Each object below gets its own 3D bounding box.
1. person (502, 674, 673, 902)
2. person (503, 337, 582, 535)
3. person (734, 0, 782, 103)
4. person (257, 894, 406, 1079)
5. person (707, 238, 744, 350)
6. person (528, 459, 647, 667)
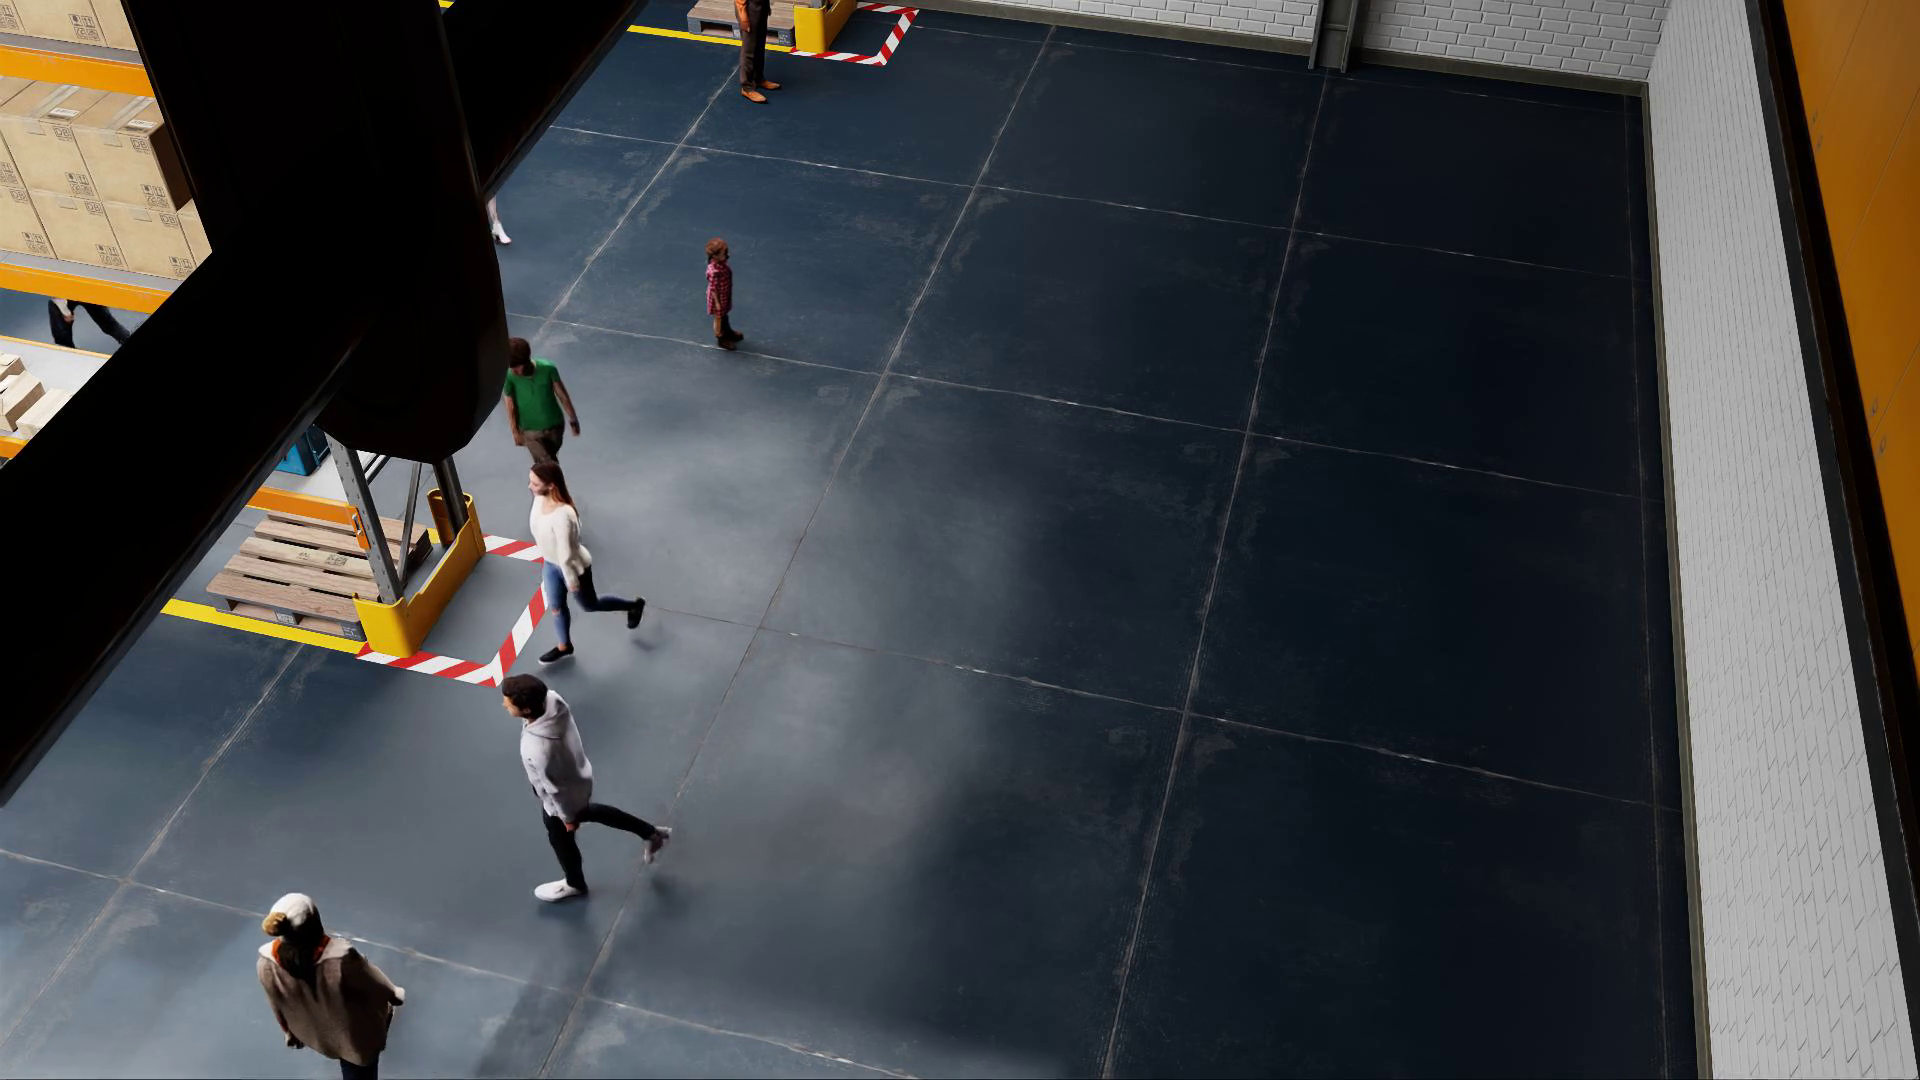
[{"bbox_3d":[-2.145,1.377,9.448,1.195,1.906,0.973,-8,44,-8],"label":"person"},{"bbox_3d":[-3.044,-0.873,12.030,1.092,1.601,1.150,-22,48,-22],"label":"person"},{"bbox_3d":[-2.078,-5.303,16.458,0.631,1.908,0.708,15,46,15],"label":"person"},{"bbox_3d":[-3.159,2.474,8.347,1.159,1.836,0.888,3,44,4],"label":"person"},{"bbox_3d":[-1.969,-2.045,13.680,0.445,1.022,0.432,13,45,13],"label":"person"},{"bbox_3d":[-2.507,0.135,10.922,1.076,1.670,1.052,-24,49,-23],"label":"person"}]
